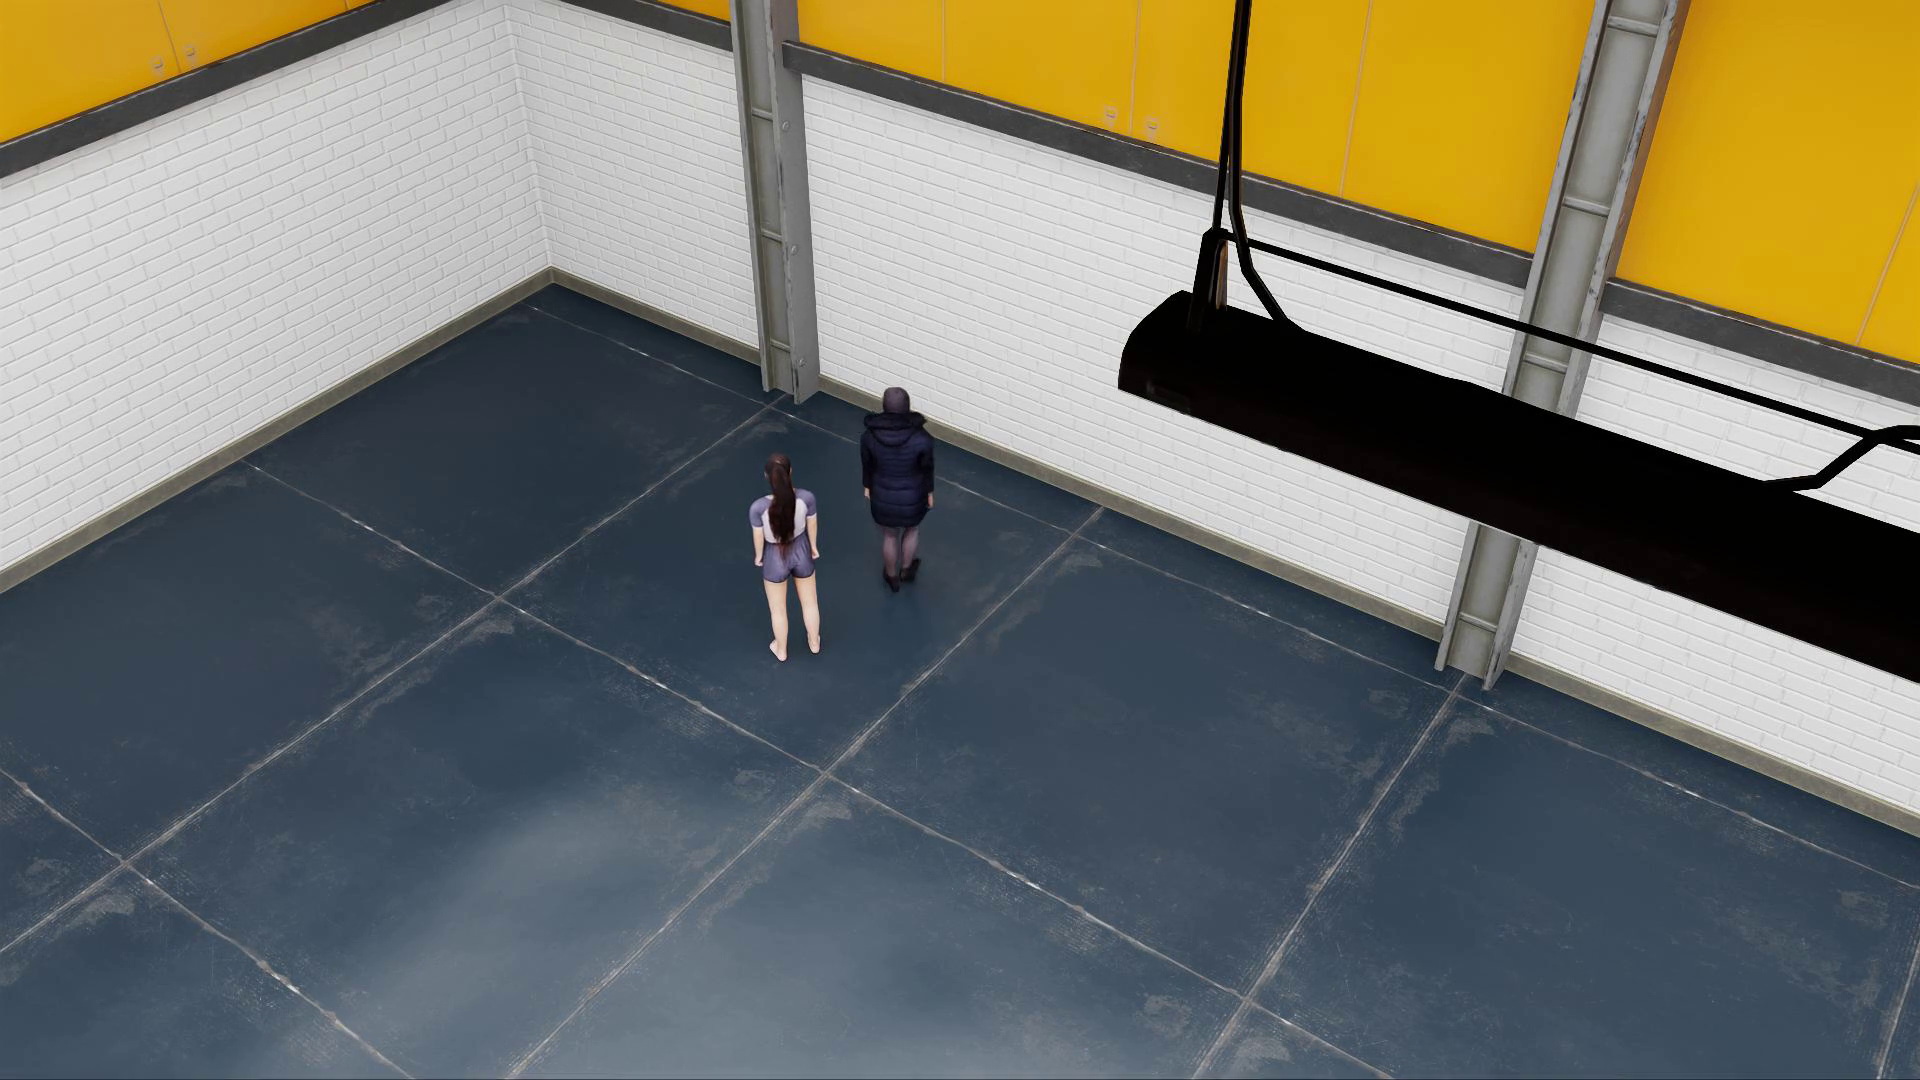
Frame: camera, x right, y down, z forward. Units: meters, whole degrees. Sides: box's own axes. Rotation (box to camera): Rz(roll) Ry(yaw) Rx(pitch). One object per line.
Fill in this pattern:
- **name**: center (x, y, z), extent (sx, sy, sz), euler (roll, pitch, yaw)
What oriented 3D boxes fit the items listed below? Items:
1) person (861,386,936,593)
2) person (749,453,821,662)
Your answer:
- **person**: center (-0.420, -0.314, 11.530), extent (0.748, 1.668, 0.853), euler (3, 39, 4)
- **person**: center (-1.134, 0.122, 10.997), extent (0.675, 1.652, 0.706), euler (-12, 40, -14)
